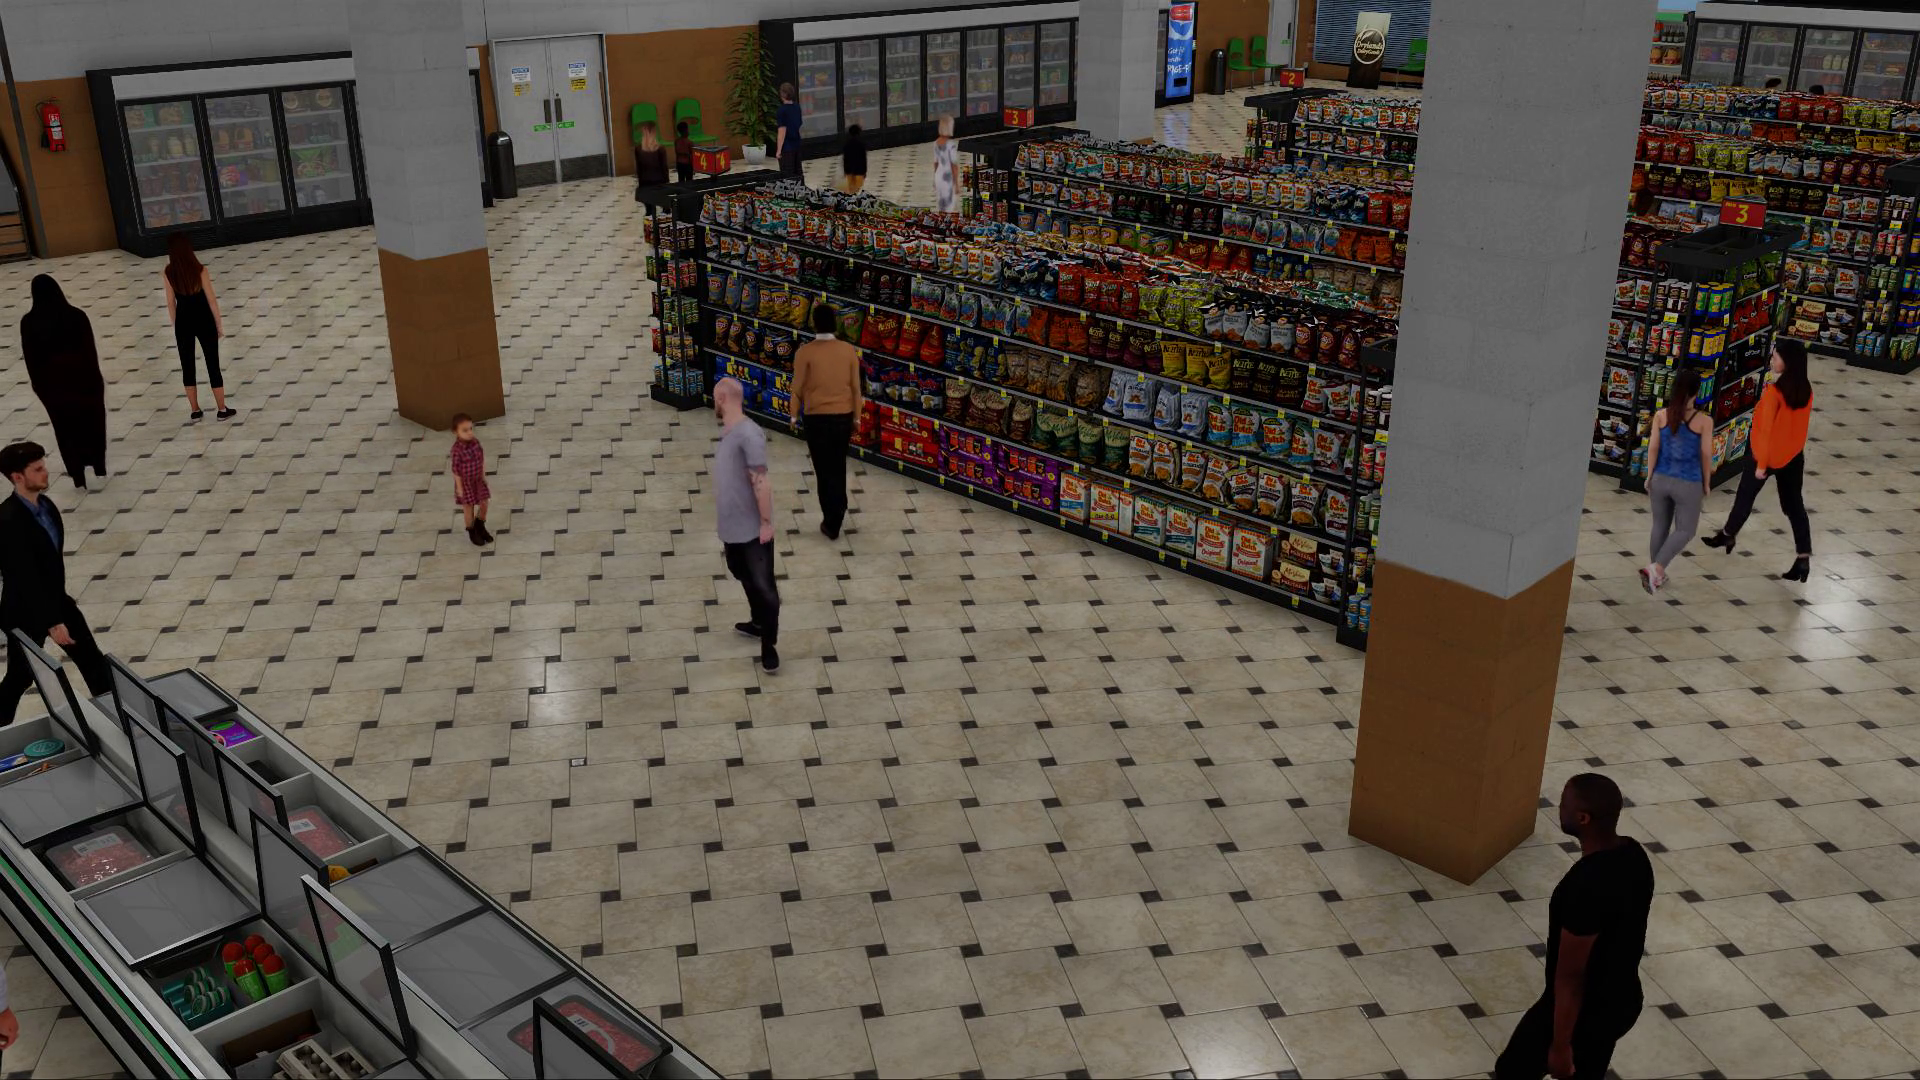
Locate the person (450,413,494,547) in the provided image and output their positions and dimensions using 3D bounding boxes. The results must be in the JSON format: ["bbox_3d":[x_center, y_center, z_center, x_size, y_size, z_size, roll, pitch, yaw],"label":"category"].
[{"bbox_3d":[-3.646,-0.460,12.303,0.444,1.013,0.445,17,27,36],"label":"person"}]

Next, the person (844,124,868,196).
[{"bbox_3d":[-1.548,-5.415,24.303,0.698,1.262,0.740,5,22,11],"label":"person"}]

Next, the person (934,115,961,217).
[{"bbox_3d":[-0.184,-4.691,21.847,0.634,1.750,0.457,-18,28,-37],"label":"person"}]

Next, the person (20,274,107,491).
[{"bbox_3d":[-7.079,-1.223,13.226,0.749,1.741,0.738,-12,25,-27],"label":"person"}]

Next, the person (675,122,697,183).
[{"bbox_3d":[-4.094,-5.576,24.714,0.490,1.253,0.621,11,24,26],"label":"person"}]

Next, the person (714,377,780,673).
[{"bbox_3d":[-1.275,-0.099,10.337,0.991,1.810,0.685,-19,28,-38],"label":"person"}]

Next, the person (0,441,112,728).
[{"bbox_3d":[-5.099,0.404,9.052,1.286,1.834,1.223,0,22,0],"label":"person"}]

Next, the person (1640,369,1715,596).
[{"bbox_3d":[4.832,-0.351,11.255,0.844,1.594,0.654,16,27,35],"label":"person"}]

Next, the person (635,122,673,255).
[{"bbox_3d":[-3.995,-4.522,21.512,0.821,1.686,0.873,5,23,13],"label":"person"}]

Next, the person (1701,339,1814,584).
[{"bbox_3d":[5.728,-0.501,11.501,0.932,1.689,1.225,-10,24,-23],"label":"person"}]

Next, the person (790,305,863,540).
[{"bbox_3d":[-0.950,-0.845,12.295,0.803,1.735,0.899,-10,24,-24],"label":"person"}]

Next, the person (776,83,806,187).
[{"bbox_3d":[-2.458,-5.671,24.123,0.596,1.870,0.693,15,26,33],"label":"person"}]

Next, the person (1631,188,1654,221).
[{"bbox_3d":[7.000,-2.817,17.272,0.594,1.683,0.649,15,26,33],"label":"person"}]

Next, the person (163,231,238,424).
[{"bbox_3d":[-6.897,-1.920,14.982,0.651,1.726,0.684,-3,22,-8],"label":"person"}]

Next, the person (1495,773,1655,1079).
[{"bbox_3d":[2.274,1.711,5.854,0.658,1.794,0.726,17,28,37],"label":"person"}]
